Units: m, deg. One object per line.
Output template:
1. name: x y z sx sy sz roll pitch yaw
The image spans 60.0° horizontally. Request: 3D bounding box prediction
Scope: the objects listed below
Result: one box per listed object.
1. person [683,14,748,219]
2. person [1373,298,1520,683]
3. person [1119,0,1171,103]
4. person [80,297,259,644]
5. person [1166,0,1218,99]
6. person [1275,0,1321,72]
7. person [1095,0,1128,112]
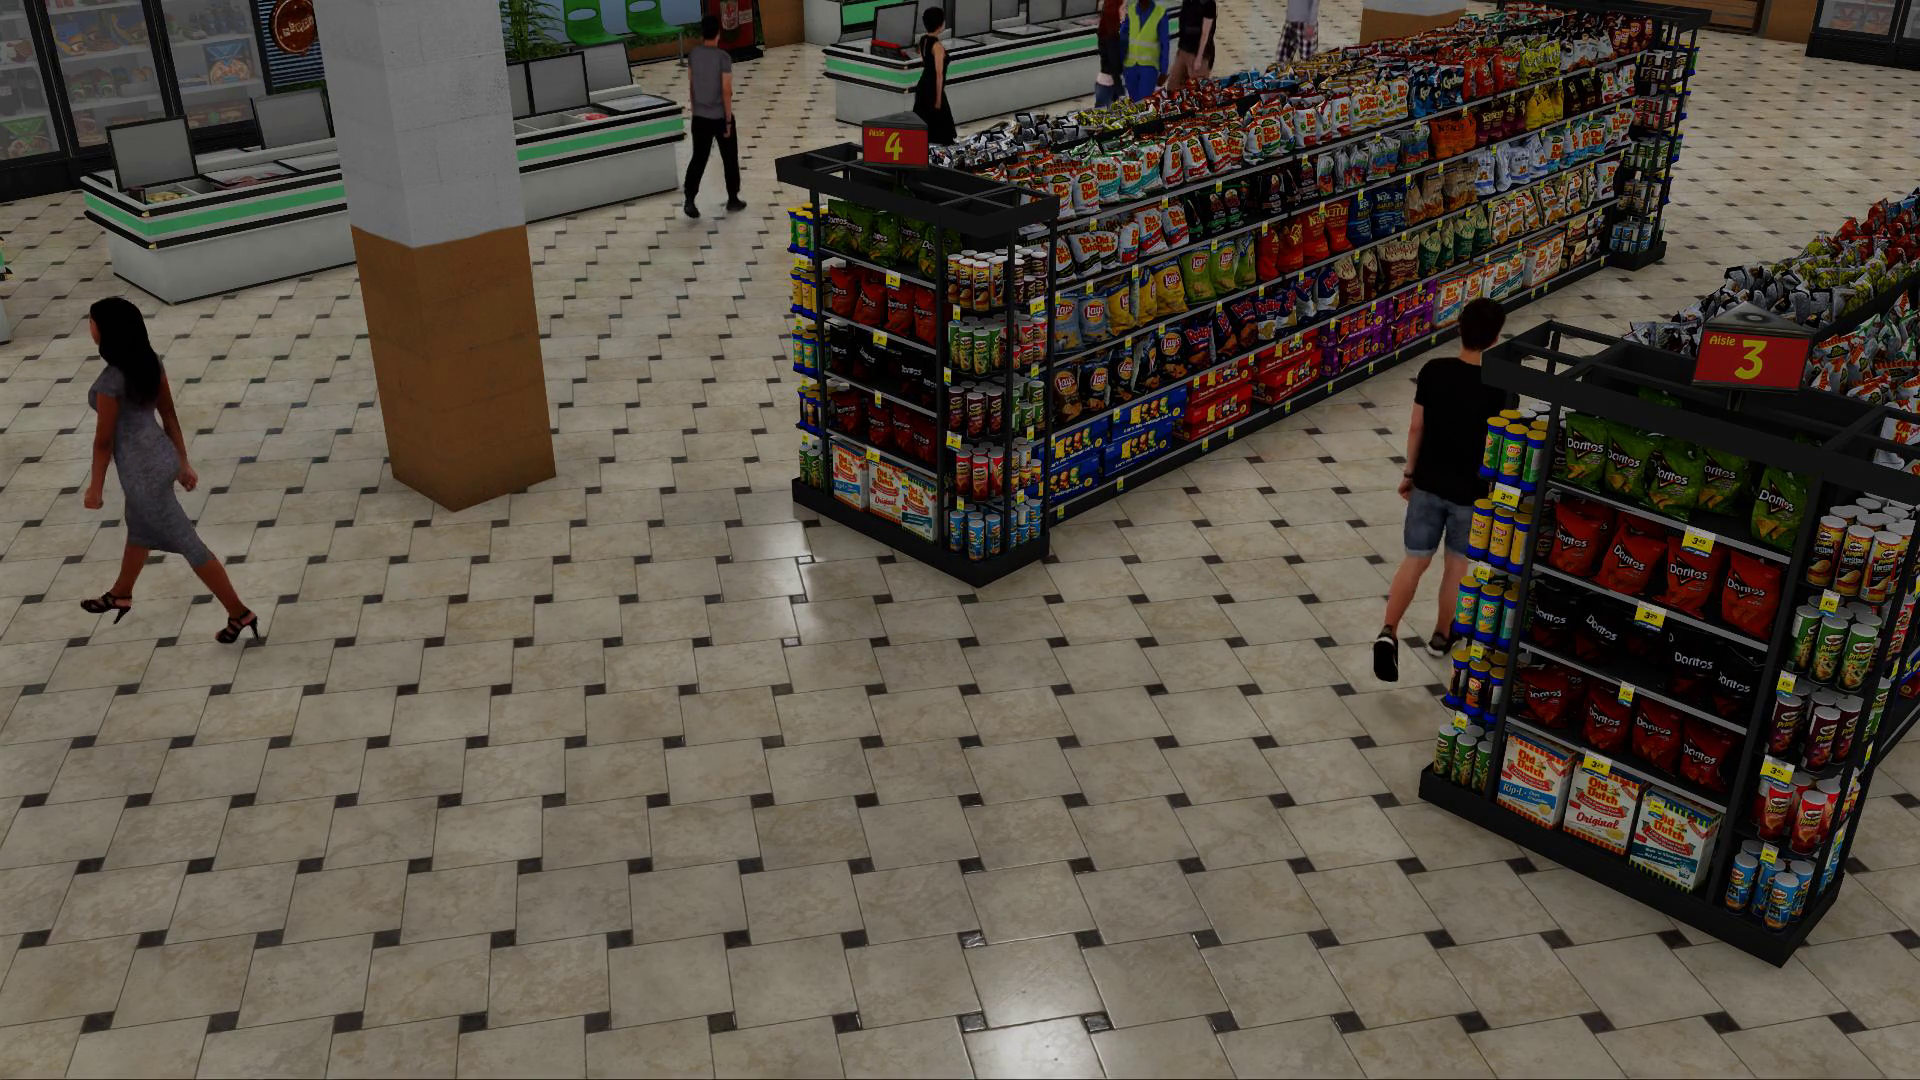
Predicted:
1. person: -2.222 -3.686 14.592 0.906 1.738 1.131 9 28 17
2. person: 2.203 -0.197 7.611 0.769 1.829 1.124 19 33 33
3. person: 1.837 -4.687 16.523 0.829 1.777 1.139 15 31 28
4. person: -3.699 -0.252 7.824 1.135 1.734 1.100 1 27 1
5. person: 2.501 -4.970 17.033 0.827 1.819 0.810 -11 29 -21
6. person: 3.907 -5.824 18.746 1.178 1.795 0.709 -21 34 -35
7. person: 1.299 -4.134 15.458 1.023 1.754 1.086 6 28 12
